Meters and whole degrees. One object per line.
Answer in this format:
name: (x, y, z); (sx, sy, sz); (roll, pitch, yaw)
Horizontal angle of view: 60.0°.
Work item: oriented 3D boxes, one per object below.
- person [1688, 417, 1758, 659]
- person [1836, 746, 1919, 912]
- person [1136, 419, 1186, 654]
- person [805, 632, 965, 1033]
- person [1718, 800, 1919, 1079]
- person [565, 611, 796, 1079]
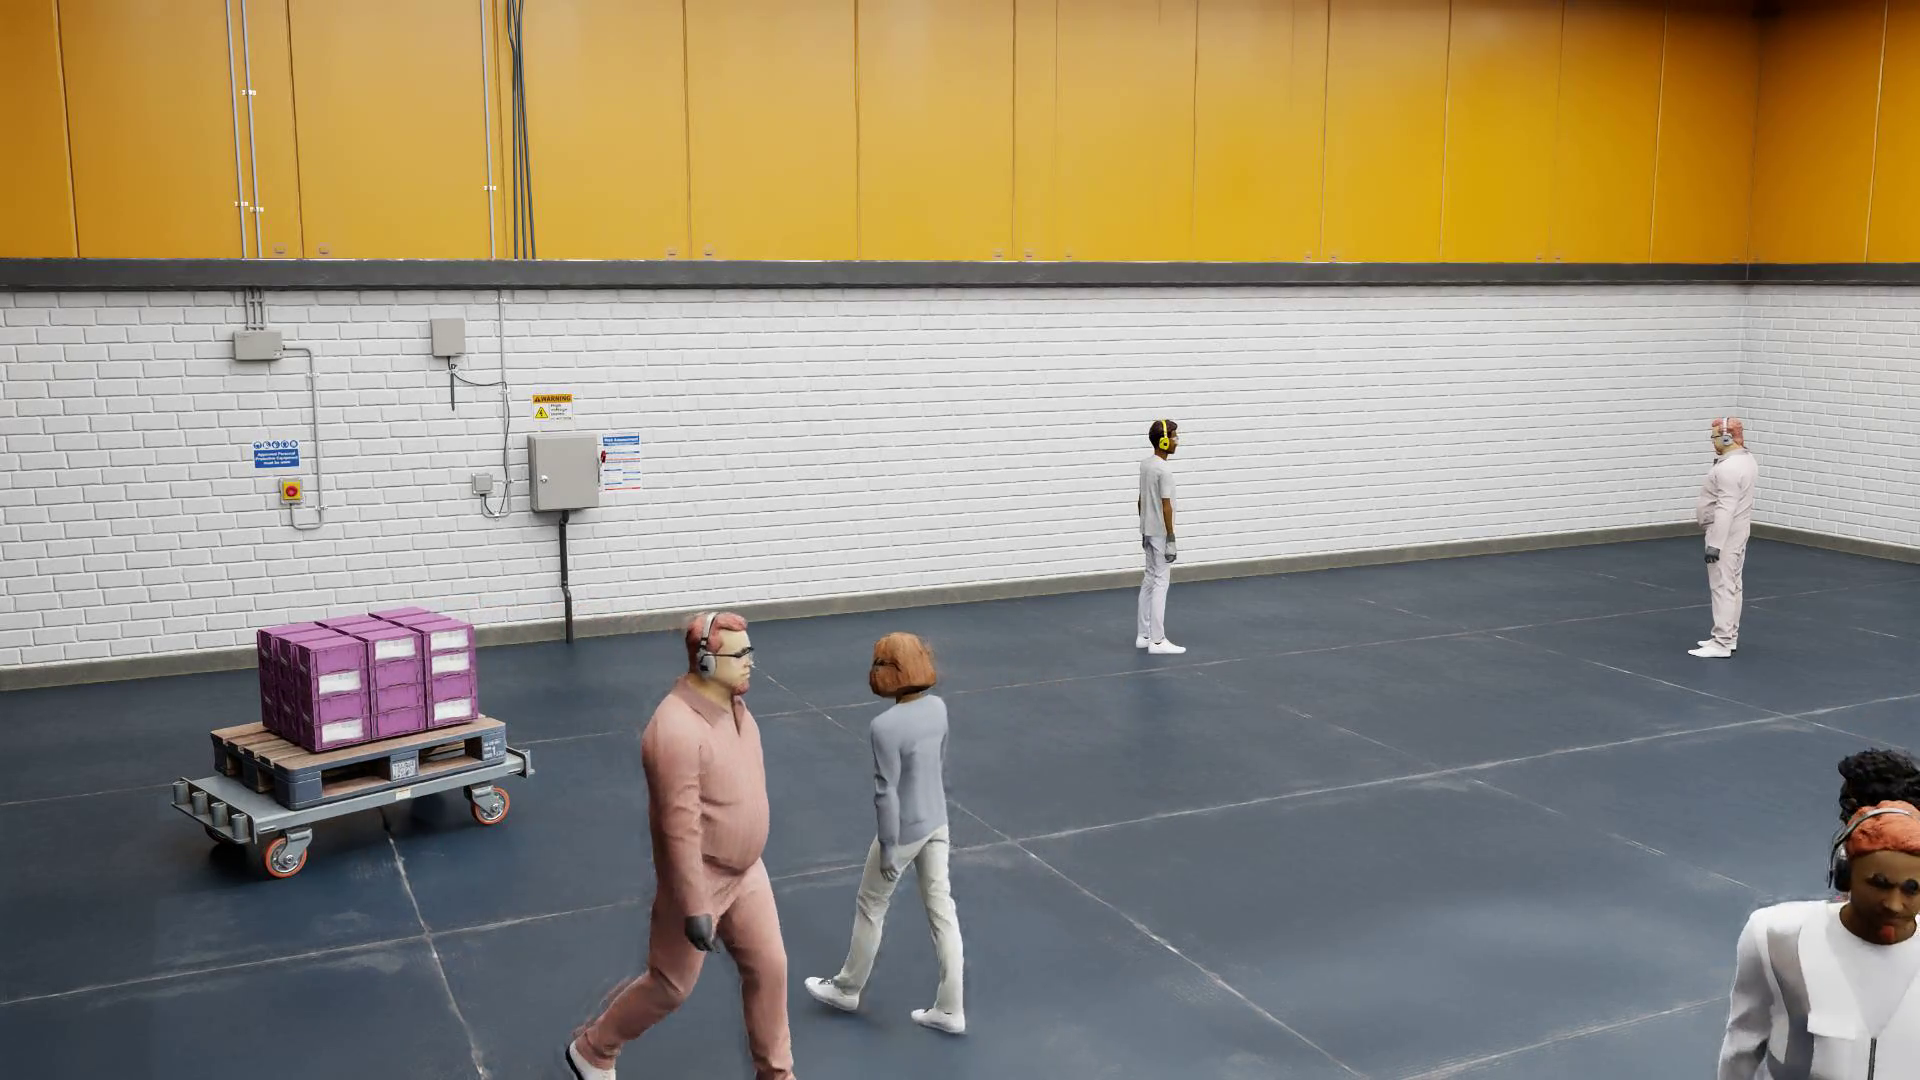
person: (6.012, -0.018, 13.119); (0.408, 1.903, 0.638); (7, 11, 36)
person: (2.631, 1.418, 4.885); (0.623, 1.667, 0.548); (4, 10, 21)
person: (1.599, -0.025, 13.282); (0.314, 1.860, 0.535); (-3, 10, -17)
person: (-0.288, 1.157, 6.708); (0.786, 1.598, 0.524); (6, 11, 35)
person: (2.118, 1.493, 3.948); (0.569, 1.820, 1.010); (3, 10, 16)
person: (-0.952, 1.165, 5.887); (0.930, 1.870, 0.642); (3, 10, 21)
